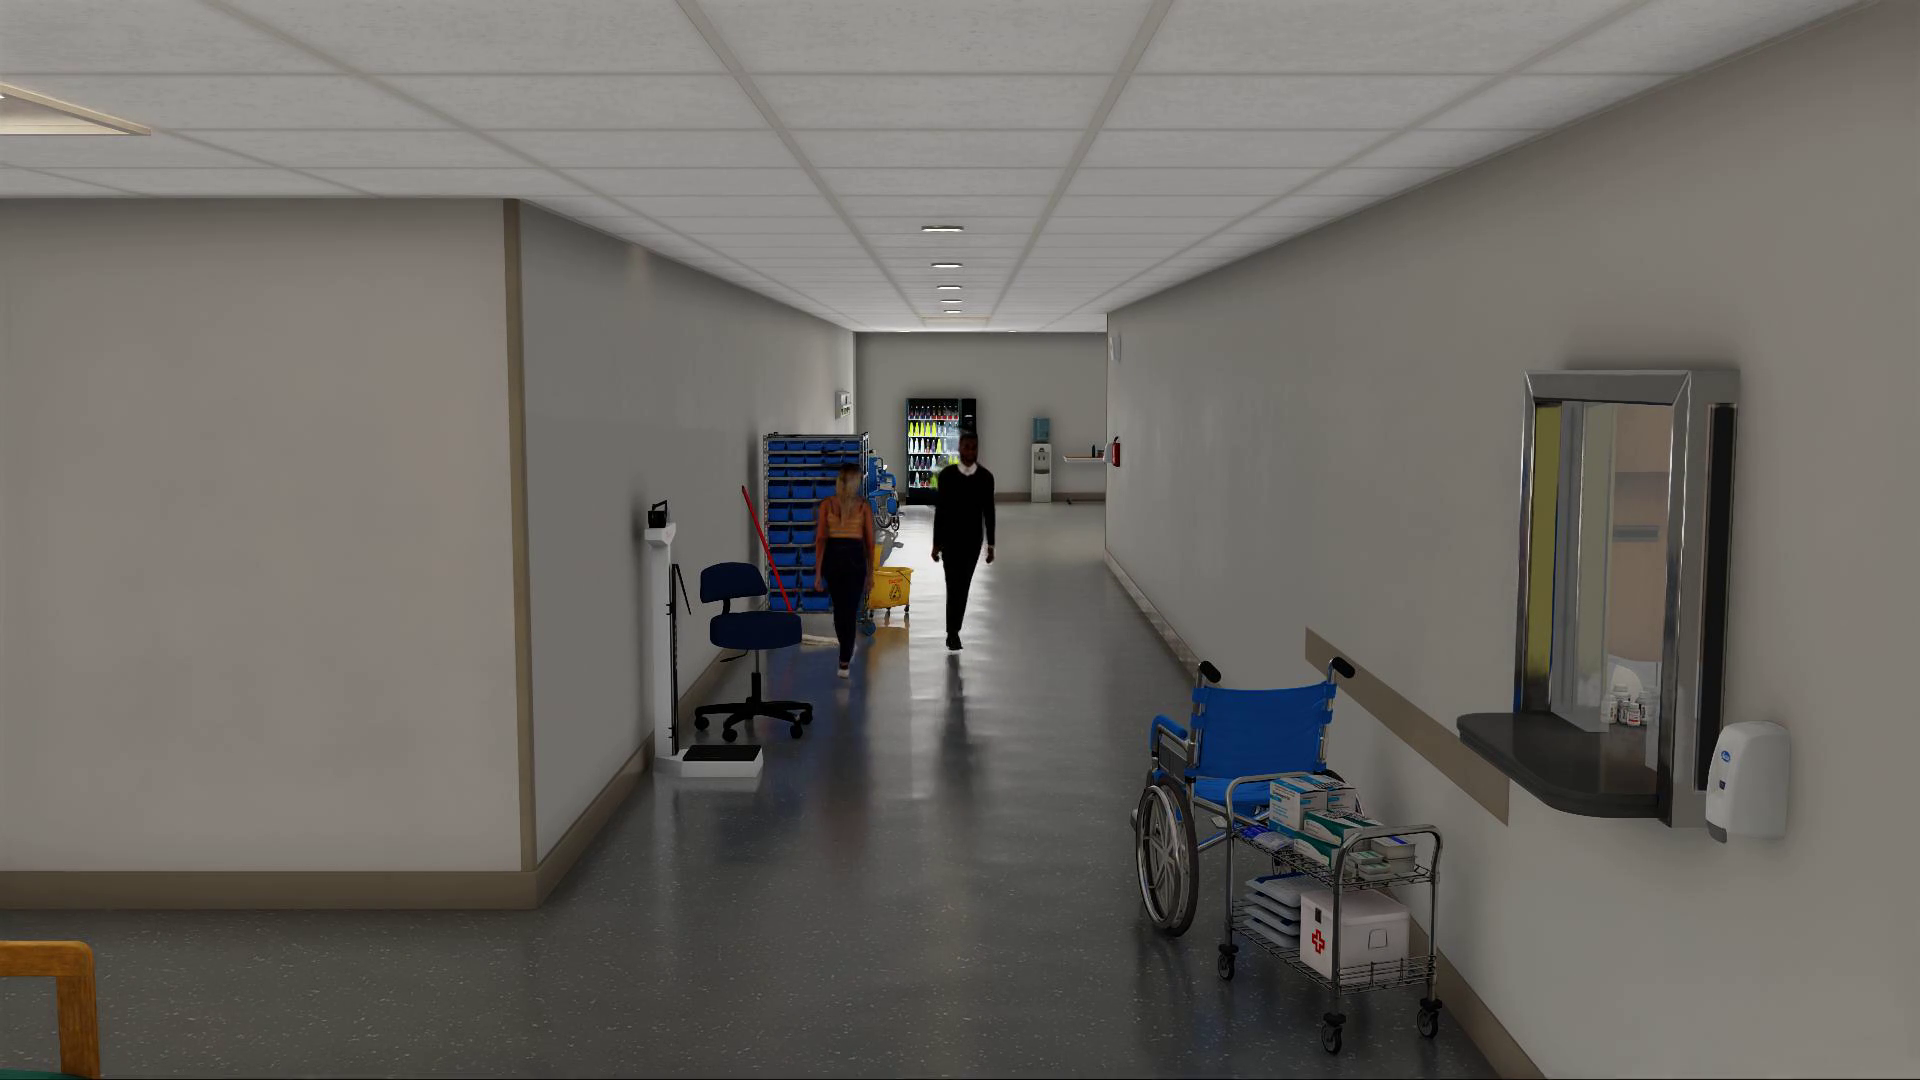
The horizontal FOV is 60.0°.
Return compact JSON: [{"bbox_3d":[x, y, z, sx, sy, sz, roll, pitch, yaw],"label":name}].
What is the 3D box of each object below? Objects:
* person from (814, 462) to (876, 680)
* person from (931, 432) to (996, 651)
[{"bbox_3d":[-0.856,0.255,12.279,1.104,1.584,0.677,0,6,1],"label":"person"},{"bbox_3d":[0.004,0.012,13.726,0.922,1.779,0.827,-1,6,-8],"label":"person"}]
